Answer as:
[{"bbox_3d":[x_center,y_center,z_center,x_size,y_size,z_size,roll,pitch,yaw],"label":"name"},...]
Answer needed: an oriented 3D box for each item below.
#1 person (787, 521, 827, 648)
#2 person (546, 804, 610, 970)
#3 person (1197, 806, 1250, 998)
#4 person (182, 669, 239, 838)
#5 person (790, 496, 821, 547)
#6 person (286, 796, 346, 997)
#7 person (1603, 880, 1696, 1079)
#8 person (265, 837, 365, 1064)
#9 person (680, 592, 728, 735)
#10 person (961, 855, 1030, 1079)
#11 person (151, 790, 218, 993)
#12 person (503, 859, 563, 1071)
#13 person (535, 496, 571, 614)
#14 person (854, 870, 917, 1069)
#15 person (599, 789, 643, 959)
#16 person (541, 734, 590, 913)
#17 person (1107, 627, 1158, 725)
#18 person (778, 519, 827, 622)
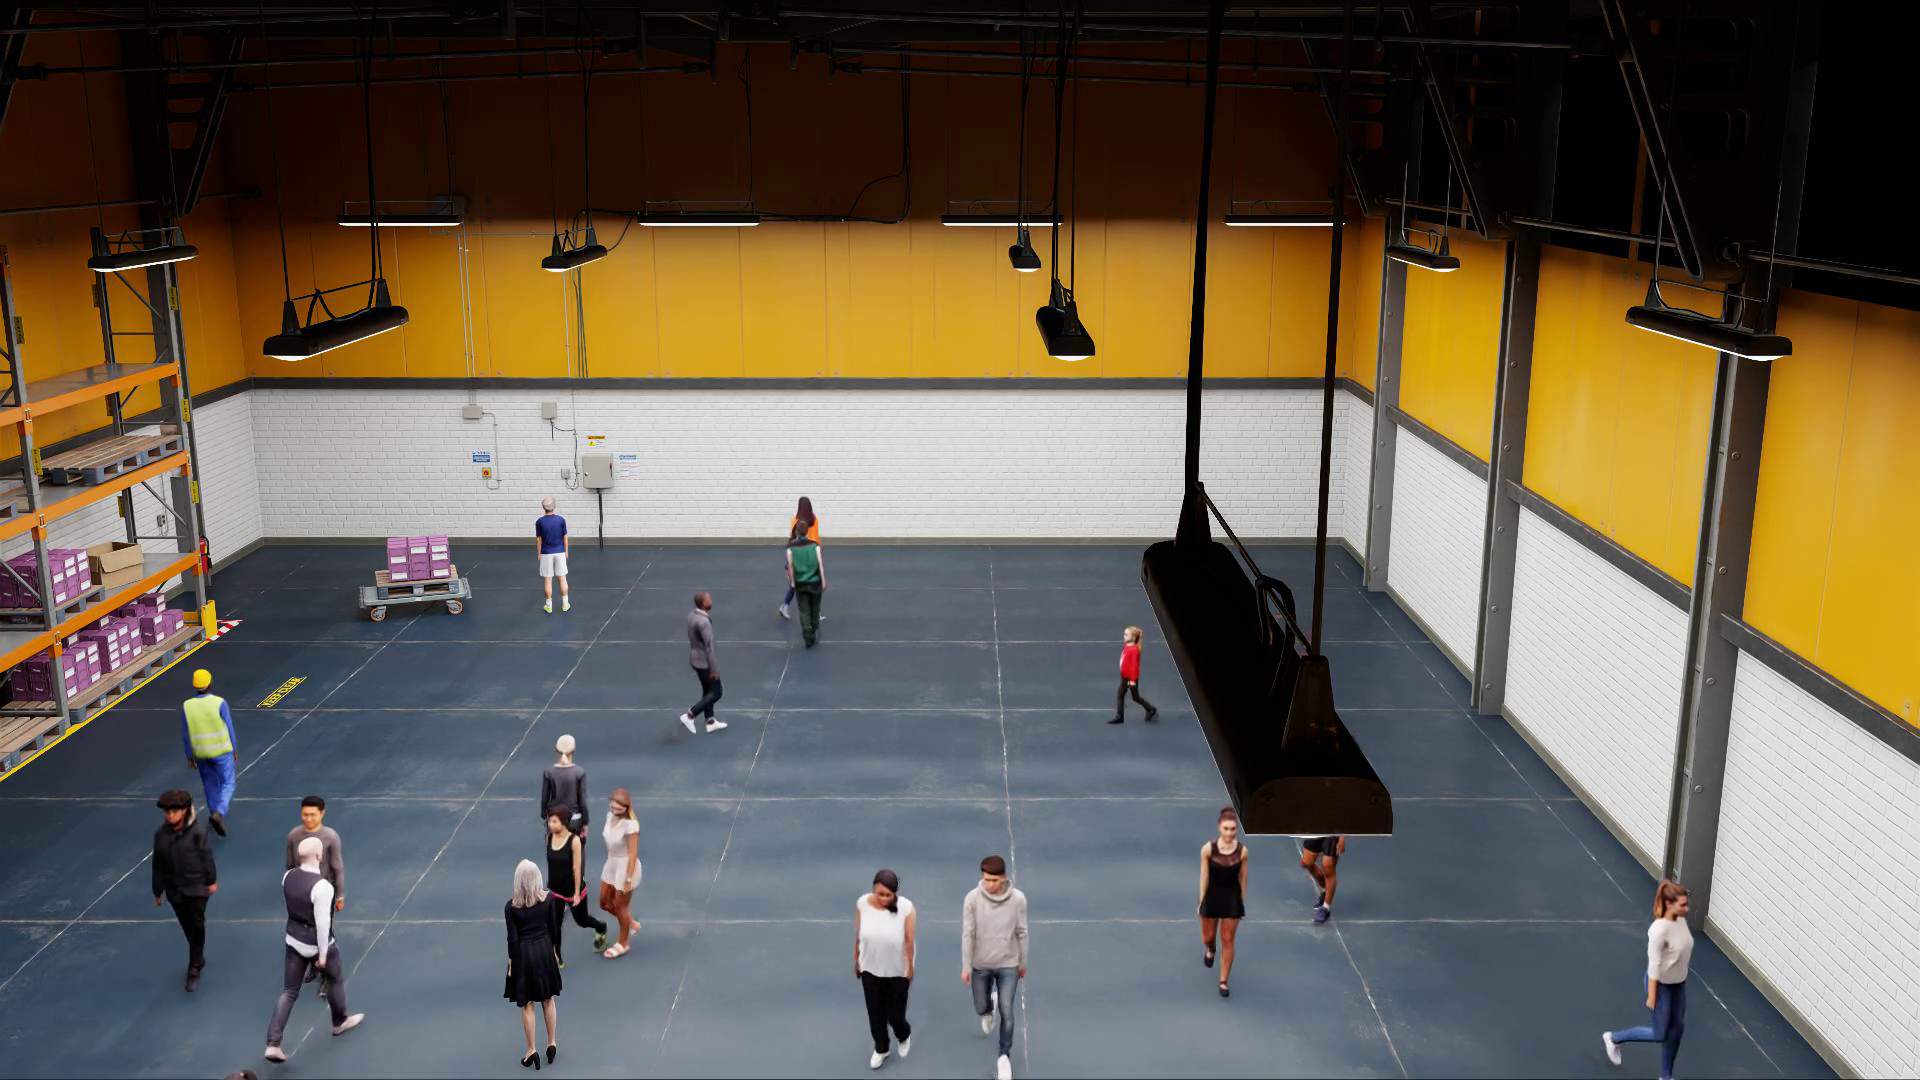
[{"bbox_3d":[-2.226,0.673,24.141,0.750,1.785,1.092,0,14,0],"label":"person"},{"bbox_3d":[-3.444,3.065,14.809,0.793,1.529,1.032,6,15,23],"label":"person"},{"bbox_3d":[2.267,3.092,14.406,0.612,1.666,0.785,1,14,5],"label":"person"},{"bbox_3d":[-7.901,2.263,17.548,0.759,1.797,1.002,-2,14,-10],"label":"person"},{"bbox_3d":[-2.398,0.202,26.274,1.072,1.697,1.203,-11,17,-37],"label":"person"},{"bbox_3d":[-5.560,3.036,14.429,0.669,1.763,0.718,0,14,0],"label":"person"},{"bbox_3d":[5.390,3.439,12.895,0.928,1.703,1.035,-10,17,-37],"label":"person"},{"bbox_3d":[-5.252,3.304,13.283,1.052,1.781,1.344,5,15,21],"label":"person"},{"bbox_3d":[-3.213,1.542,20.508,1.001,1.806,0.964,-7,15,-27],"label":"person"},{"bbox_3d":[0.272,3.305,13.175,0.681,1.832,0.985,-1,14,-3],"label":"person"},{"bbox_3d":[-6.769,2.997,14.613,0.667,1.752,0.897,-1,14,-3],"label":"person"},{"bbox_3d":[-3.386,3.346,13.183,0.704,1.746,0.744,-10,17,-36],"label":"person"},{"bbox_3d":[-6.351,0.211,25.938,0.706,1.839,0.677,-5,14,-20],"label":"person"},{"bbox_3d":[-0.570,3.366,13.257,0.758,1.673,0.770,5,14,20],"label":"person"},{"bbox_3d":[-2.963,2.966,14.937,0.840,1.661,0.781,-11,18,-39],"label":"person"},{"bbox_3d":[-3.777,2.724,15.872,0.748,1.691,1.129,-2,14,-10],"label":"person"},{"bbox_3d":[2.194,1.716,20.941,0.736,1.264,0.865,-5,14,-19],"label":"person"},{"bbox_3d":[-2.514,0.492,25.337,0.971,1.575,1.108,6,15,24],"label":"person"}]
